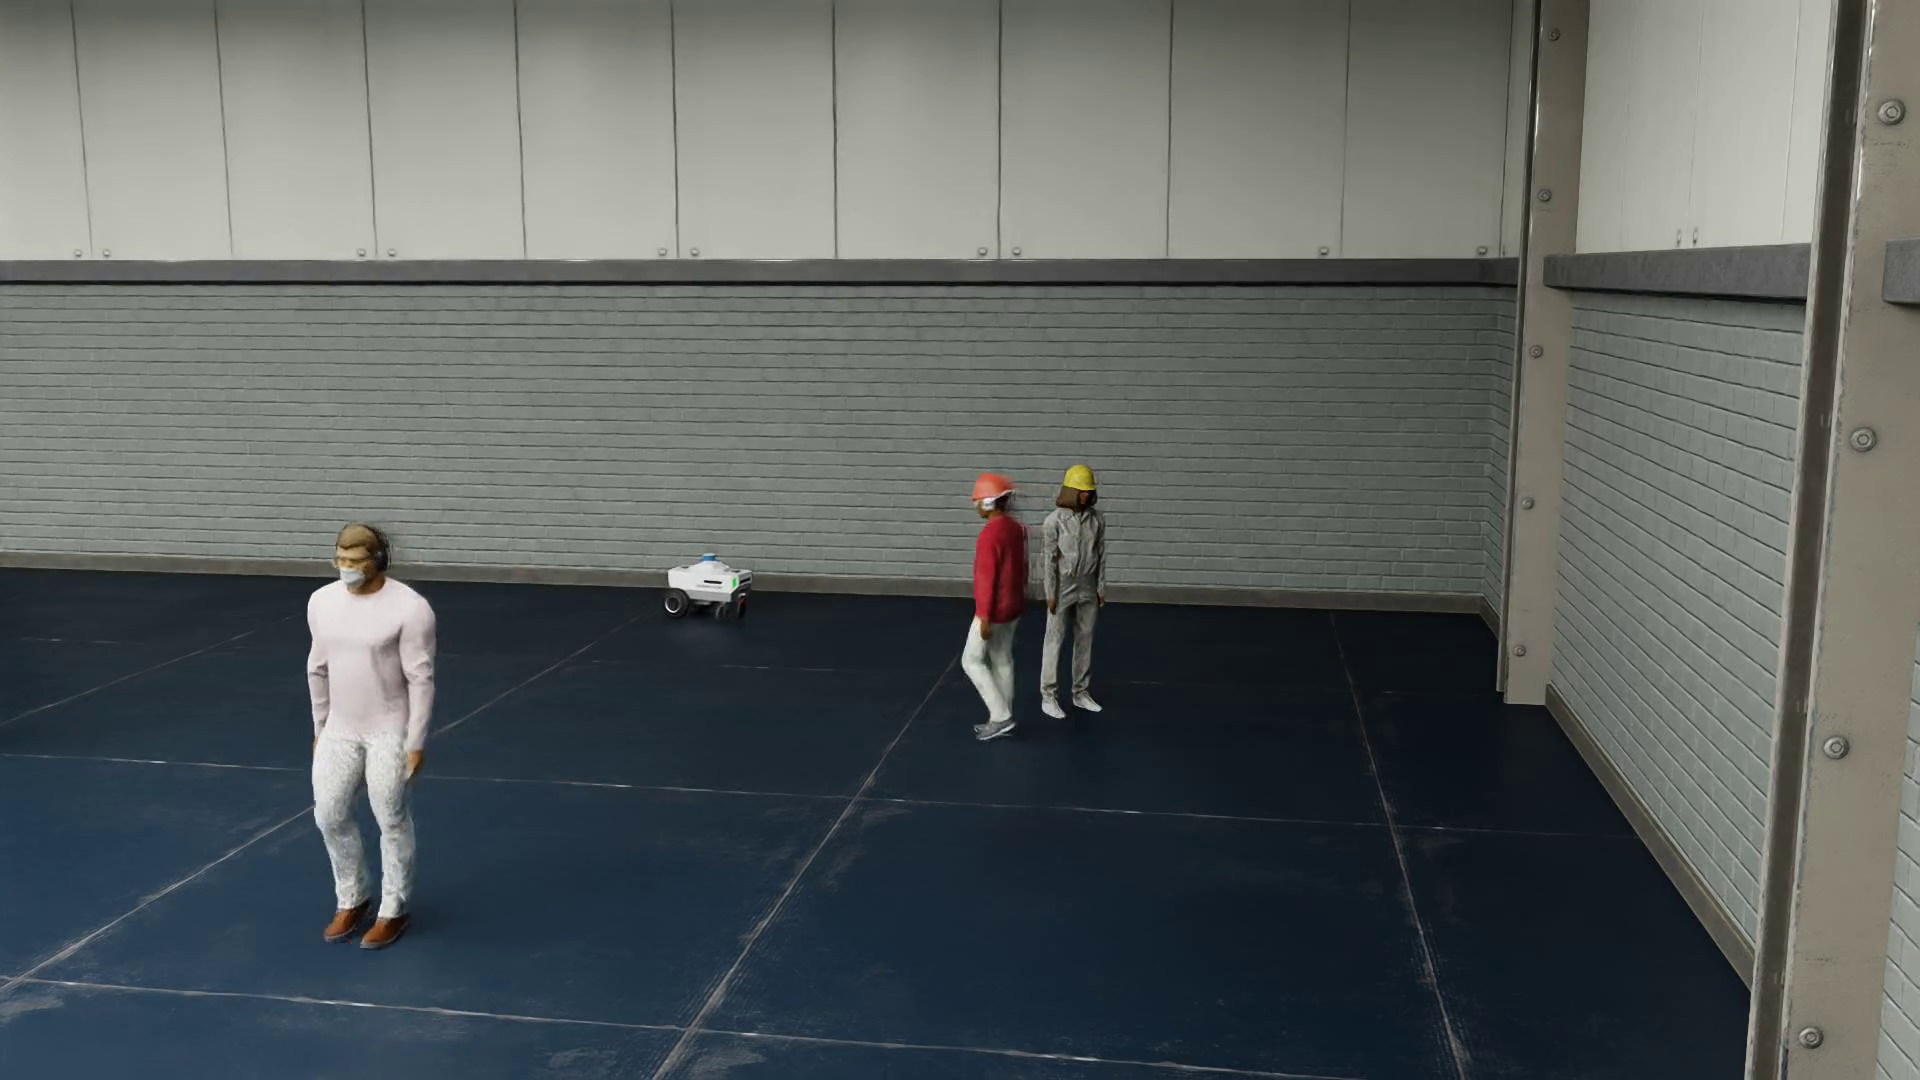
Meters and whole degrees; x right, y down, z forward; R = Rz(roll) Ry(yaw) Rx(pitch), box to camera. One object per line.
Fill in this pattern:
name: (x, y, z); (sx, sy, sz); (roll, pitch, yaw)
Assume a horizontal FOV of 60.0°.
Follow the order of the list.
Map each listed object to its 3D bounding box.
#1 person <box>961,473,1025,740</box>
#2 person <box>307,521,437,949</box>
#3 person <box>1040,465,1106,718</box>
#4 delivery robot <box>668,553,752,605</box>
person: (0.221, 0.430, 10.776); (0.359, 1.734, 0.583); (5, 10, 27)
person: (-2.642, 0.869, 7.451); (0.654, 1.930, 0.431); (2, 9, 13)
person: (0.788, 0.346, 11.322); (0.483, 1.733, 0.352); (-5, 11, -30)
delivery robot: (-2.186, 0.360, 14.557); (0.707, 0.478, 0.477); (4, 10, 22)
